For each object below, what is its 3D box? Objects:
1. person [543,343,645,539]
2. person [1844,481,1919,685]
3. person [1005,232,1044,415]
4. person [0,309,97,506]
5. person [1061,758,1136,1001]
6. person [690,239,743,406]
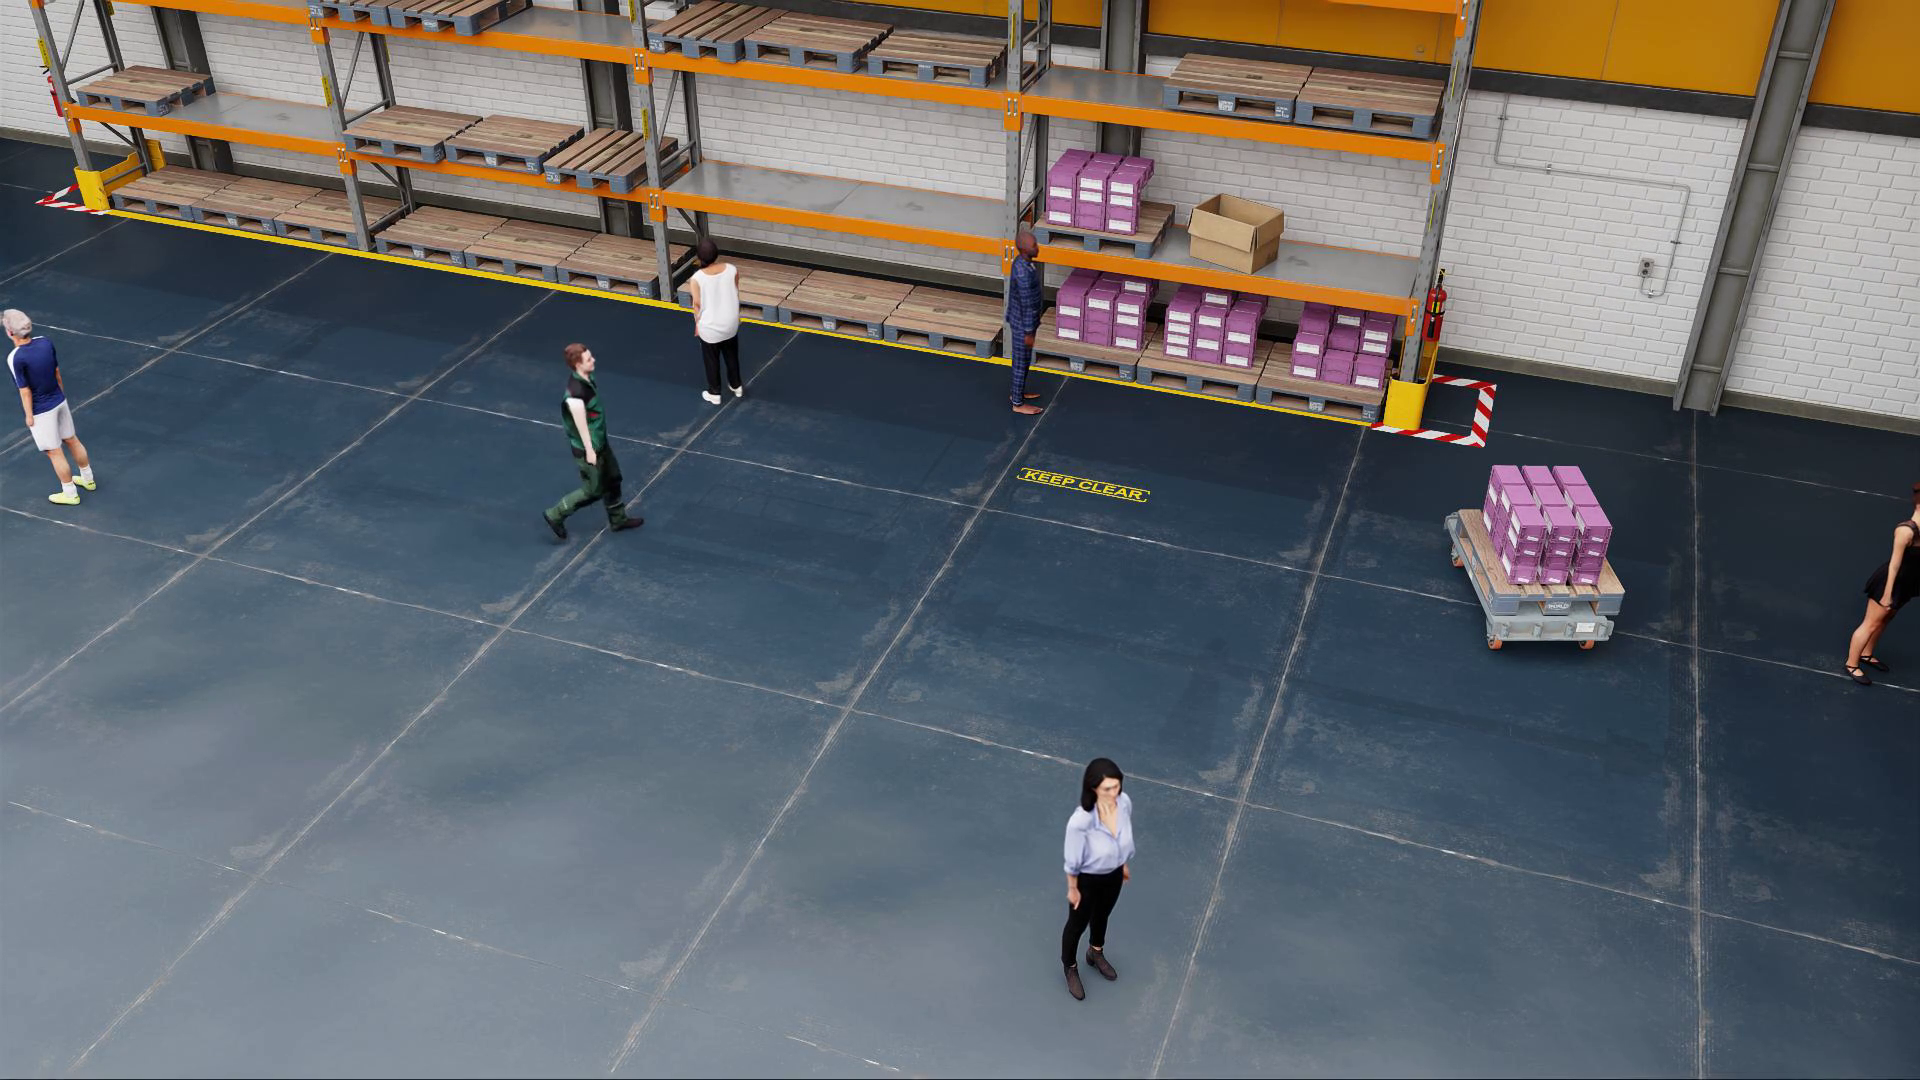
[{"bbox_3d":[-3.182,-0.795,13.989,1.158,1.820,0.929,-3,34,-4],"label":"person"},{"bbox_3d":[7.019,0.307,12.463,0.677,1.675,0.712,-22,39,-29],"label":"person"},{"bbox_3d":[0.612,-2.104,15.960,0.726,1.819,0.741,0,34,0],"label":"person"},{"bbox_3d":[-7.992,-1.177,14.547,0.591,1.839,0.659,7,34,10],"label":"person"},{"bbox_3d":[0.808,1.988,9.872,0.730,1.743,0.753,-20,39,-27],"label":"person"},{"bbox_3d":[-2.369,-2.131,16.120,0.763,1.687,0.802,-20,39,-27],"label":"person"}]
